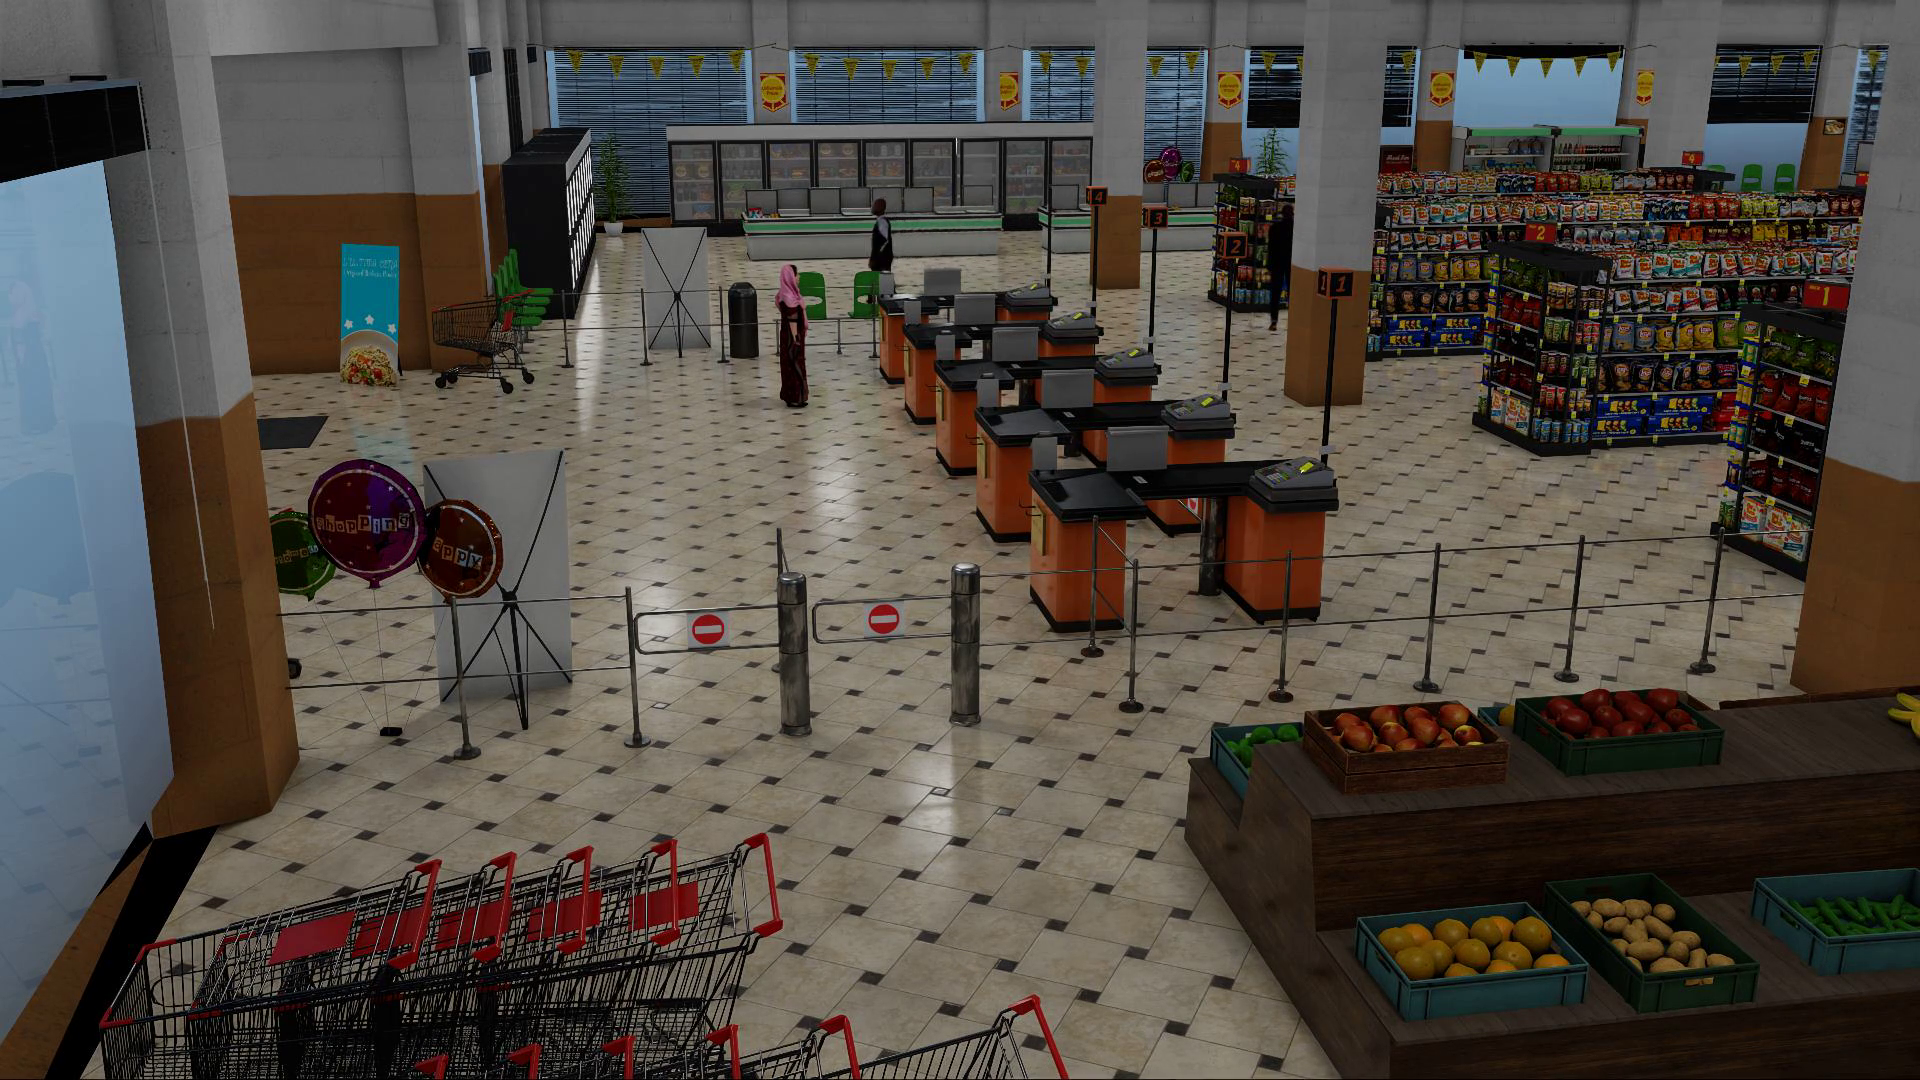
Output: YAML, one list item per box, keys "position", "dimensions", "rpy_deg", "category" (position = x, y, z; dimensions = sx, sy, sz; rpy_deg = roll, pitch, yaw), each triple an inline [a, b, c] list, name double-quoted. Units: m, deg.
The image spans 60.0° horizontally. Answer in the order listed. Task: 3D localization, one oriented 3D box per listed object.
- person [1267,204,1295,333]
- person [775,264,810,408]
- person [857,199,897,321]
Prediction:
- position: [4.682, -3.918, 23.942]
  dimensions: [0.688, 1.818, 0.839]
  rpy_deg: [4, 17, 13]
  category: "person"
- position: [-1.930, -2.354, 19.102]
  dimensions: [0.596, 1.637, 0.660]
  rpy_deg: [-2, 17, -7]
  category: "person"
- position: [-1.059, -4.155, 24.744]
  dimensions: [1.016, 1.805, 0.807]
  rpy_deg: [1, 17, 5]
  category: "person"
